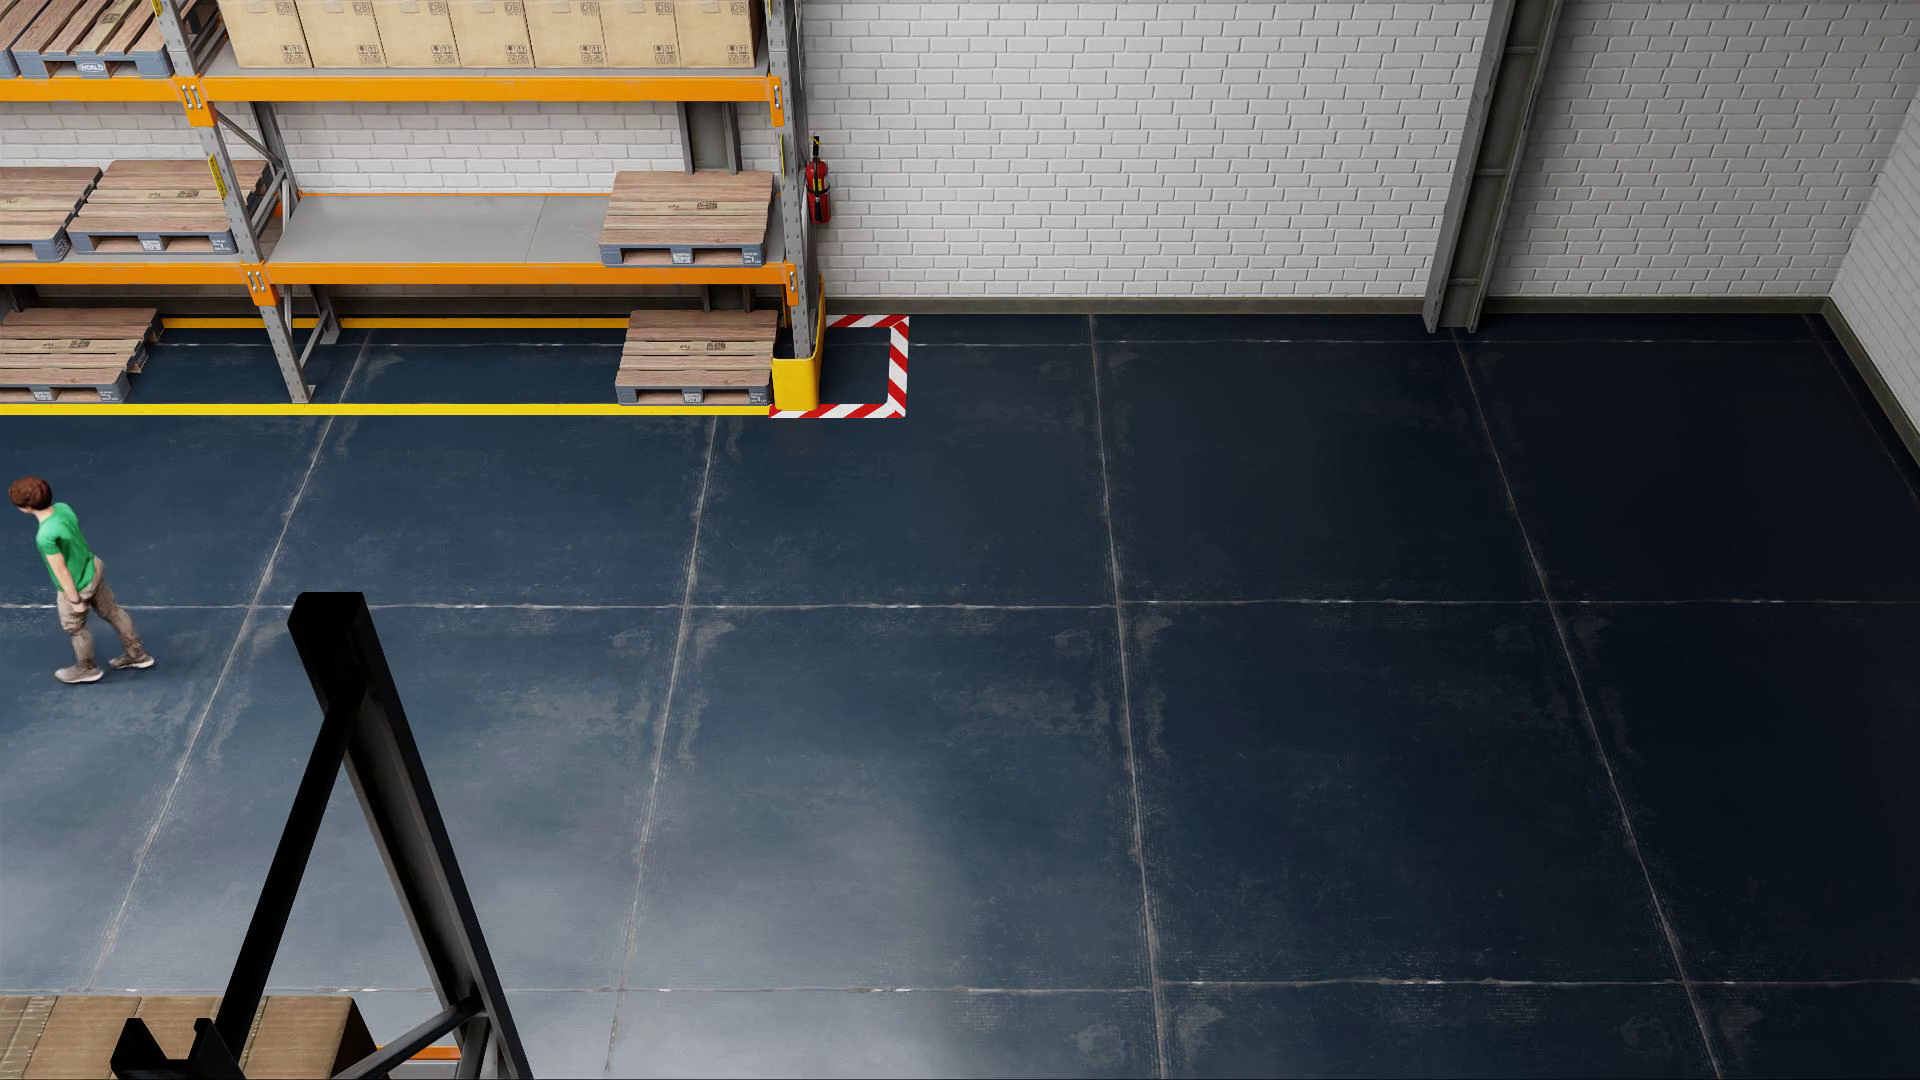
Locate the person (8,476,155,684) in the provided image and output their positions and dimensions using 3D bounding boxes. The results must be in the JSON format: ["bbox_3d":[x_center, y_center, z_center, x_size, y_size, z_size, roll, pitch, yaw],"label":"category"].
[{"bbox_3d":[-5.502,0.247,10.551,0.824,1.639,0.644,-4,44,-4],"label":"person"}]
